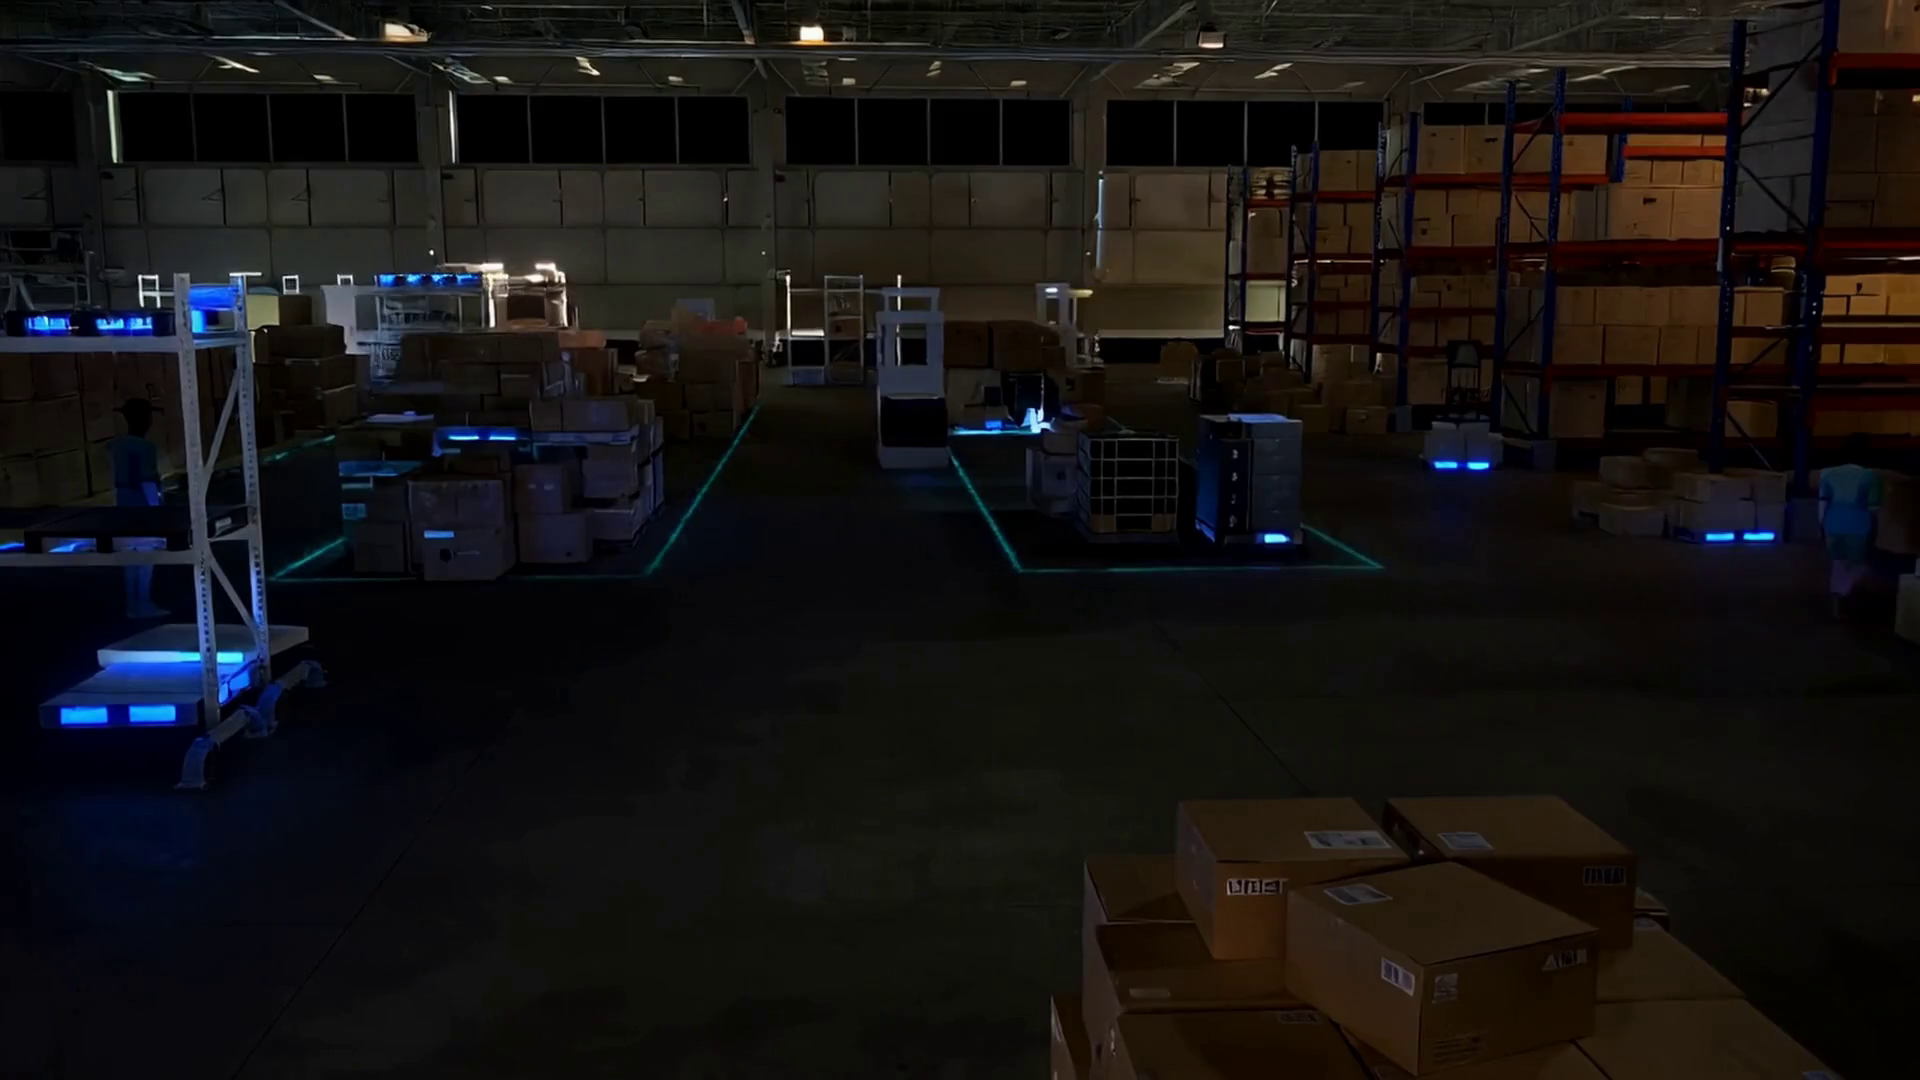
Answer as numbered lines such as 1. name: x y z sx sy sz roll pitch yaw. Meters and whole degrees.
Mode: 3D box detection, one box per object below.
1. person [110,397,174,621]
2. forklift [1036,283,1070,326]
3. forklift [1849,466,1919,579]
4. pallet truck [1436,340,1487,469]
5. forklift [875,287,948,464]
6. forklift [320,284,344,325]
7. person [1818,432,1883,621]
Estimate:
1. person: -7.201 -0.272 14.621 0.610 1.960 0.372 7 11 37
2. forklift: 2.450 -5.458 44.301 1.129 2.768 1.873 -7 11 -38
3. forklift: 10.045 -1.015 16.406 1.873 2.768 1.129 -1 9 -4
4. pallet truck: 8.004 -2.170 26.422 0.823 1.965 1.885 2 9 14
5. forklift: -0.791 -2.696 26.959 1.129 2.768 1.873 -1 9 -5
6. forklift: -14.446 -4.536 38.514 1.873 2.768 1.129 -2 9 -11
7. person: 7.653 -0.094 14.380 0.568 1.683 0.539 -7 11 -37
